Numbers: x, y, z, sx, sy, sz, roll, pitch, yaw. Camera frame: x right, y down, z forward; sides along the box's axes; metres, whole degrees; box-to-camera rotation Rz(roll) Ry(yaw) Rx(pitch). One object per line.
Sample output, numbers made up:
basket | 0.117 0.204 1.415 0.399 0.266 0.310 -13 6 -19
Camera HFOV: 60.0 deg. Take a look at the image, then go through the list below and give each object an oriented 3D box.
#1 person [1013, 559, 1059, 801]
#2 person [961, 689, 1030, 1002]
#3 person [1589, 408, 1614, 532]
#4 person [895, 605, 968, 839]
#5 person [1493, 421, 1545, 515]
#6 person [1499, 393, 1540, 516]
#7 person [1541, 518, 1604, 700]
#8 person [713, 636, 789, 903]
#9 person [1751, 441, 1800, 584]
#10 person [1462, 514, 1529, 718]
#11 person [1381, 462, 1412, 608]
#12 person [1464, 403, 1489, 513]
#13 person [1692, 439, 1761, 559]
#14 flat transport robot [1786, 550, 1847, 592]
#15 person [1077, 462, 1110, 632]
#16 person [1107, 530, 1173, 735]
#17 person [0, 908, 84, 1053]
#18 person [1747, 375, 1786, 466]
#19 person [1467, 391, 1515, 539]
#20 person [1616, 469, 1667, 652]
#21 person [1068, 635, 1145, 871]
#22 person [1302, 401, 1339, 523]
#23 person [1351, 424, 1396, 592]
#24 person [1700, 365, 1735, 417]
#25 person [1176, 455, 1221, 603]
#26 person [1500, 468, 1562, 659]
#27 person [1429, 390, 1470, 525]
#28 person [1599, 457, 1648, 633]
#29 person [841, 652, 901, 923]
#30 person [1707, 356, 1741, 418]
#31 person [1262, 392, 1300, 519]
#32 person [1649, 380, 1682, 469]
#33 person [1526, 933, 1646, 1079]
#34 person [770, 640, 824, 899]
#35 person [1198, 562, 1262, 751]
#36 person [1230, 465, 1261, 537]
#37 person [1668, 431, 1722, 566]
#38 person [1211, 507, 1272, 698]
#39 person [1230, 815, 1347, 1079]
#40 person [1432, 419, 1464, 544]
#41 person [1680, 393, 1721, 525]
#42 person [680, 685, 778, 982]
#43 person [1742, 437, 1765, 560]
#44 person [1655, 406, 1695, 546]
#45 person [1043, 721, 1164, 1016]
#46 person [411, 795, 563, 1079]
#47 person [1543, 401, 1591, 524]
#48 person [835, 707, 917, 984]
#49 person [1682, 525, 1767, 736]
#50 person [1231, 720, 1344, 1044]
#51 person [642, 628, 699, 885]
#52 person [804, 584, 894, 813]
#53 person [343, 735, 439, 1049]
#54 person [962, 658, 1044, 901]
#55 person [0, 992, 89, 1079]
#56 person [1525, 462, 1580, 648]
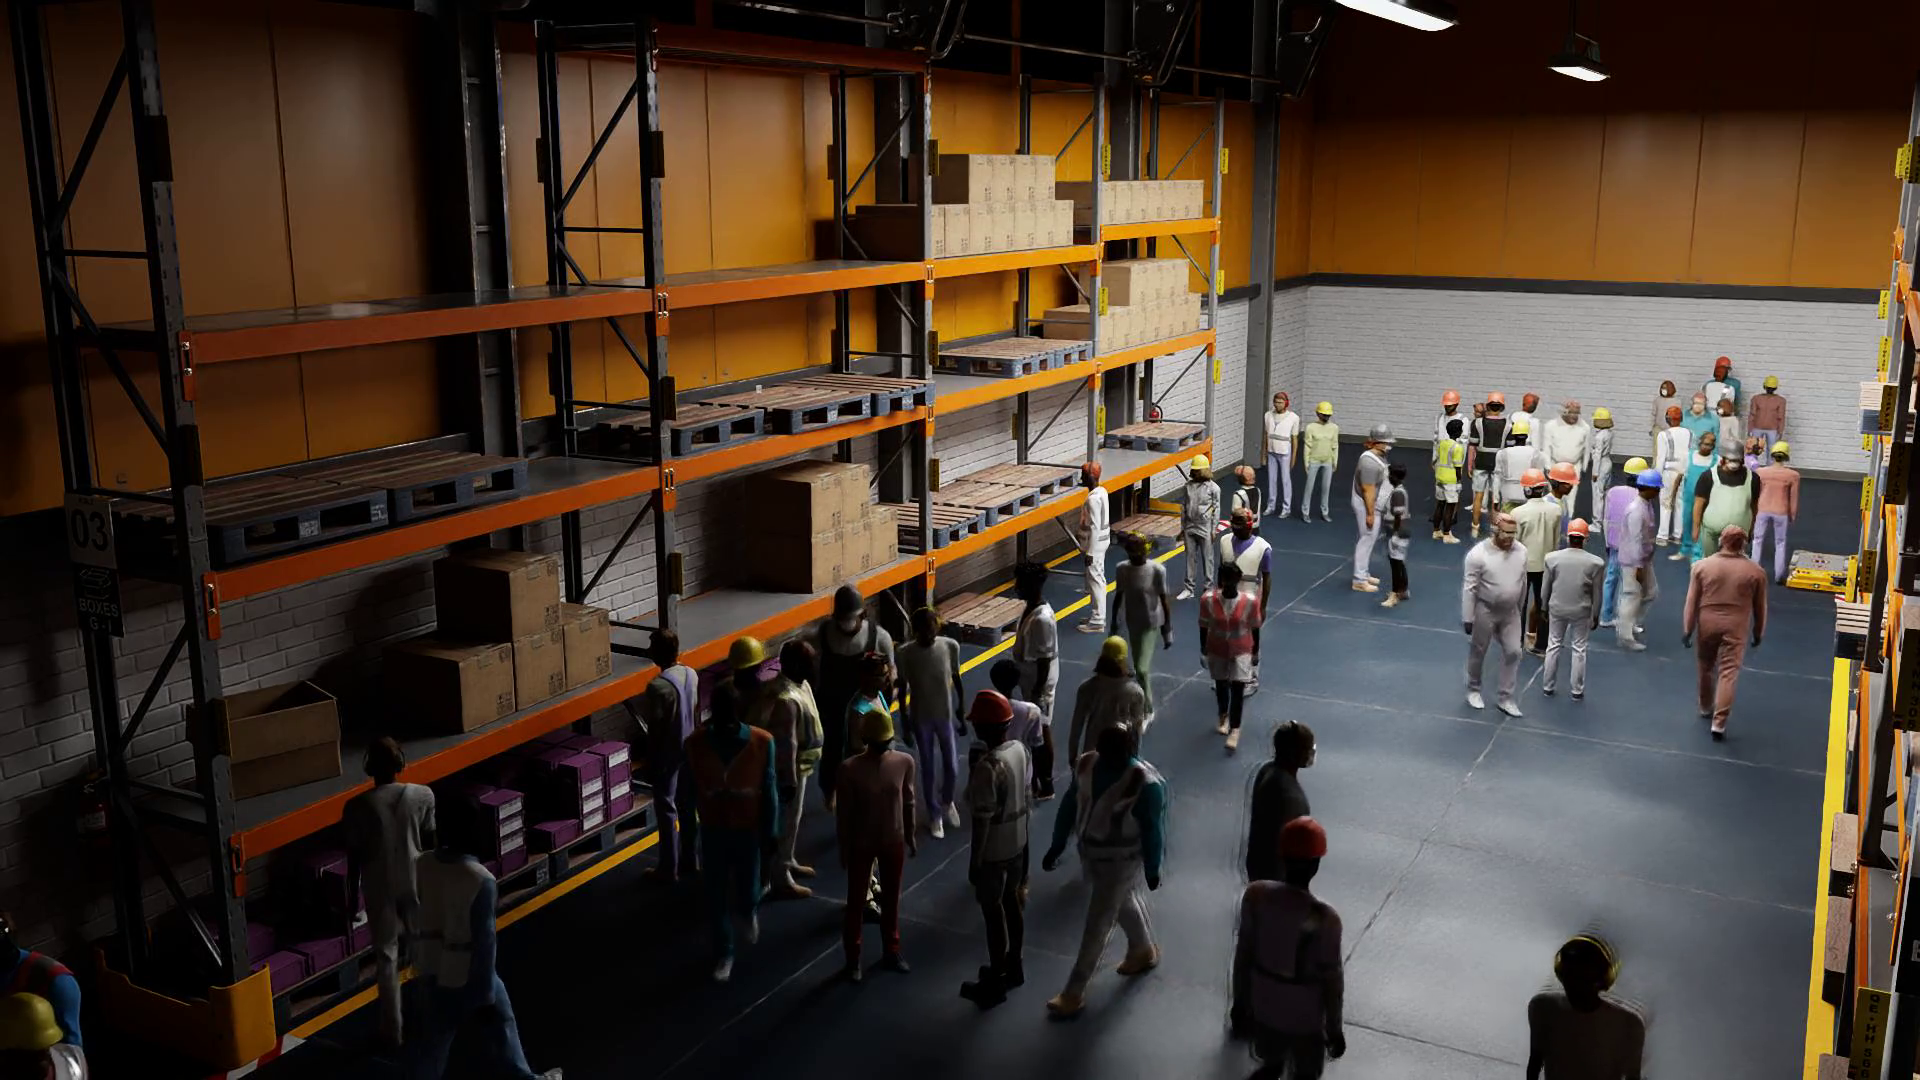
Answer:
person | 0.605 1.111 13.306 0.366 1.965 0.618 -1 13 -7
person | 0.203 1.843 10.111 0.388 1.930 0.544 7 14 28
person | 8.908 -0.978 23.185 0.322 1.737 0.483 10 16 38
person | -0.198 1.358 12.484 0.560 1.837 0.425 -2 13 -8
person | 6.971 -0.538 20.806 0.598 1.913 0.399 4 13 18
person | 8.028 -1.175 23.774 0.363 1.866 0.609 -6 14 -25
person | 5.826 0.654 15.853 0.566 1.744 0.350 7 14 28
person | -1.424 1.562 11.383 0.602 1.912 0.449 5 14 22
person | 9.898 -0.328 20.241 0.527 1.739 0.444 7 15 30
person | 4.977 0.701 15.339 0.685 1.870 0.808 -2 13 -11
person | 5.078 -0.060 19.238 0.349 1.662 0.624 3 13 13
person | 7.645 -1.209 24.454 0.317 1.629 0.508 -2 13 -8
person | 8.768 -0.218 19.084 0.693 2.000 0.965 4 13 18
flat transport robot | 10.569 0.372 20.441 0.652 0.197 1.431 7 14 28
person | 1.460 0.072 18.140 0.337 1.882 0.584 3 13 12
person | 1.584 0.817 14.897 0.528 1.840 0.688 9 16 36
person | -4.214 2.494 7.417 0.638 1.836 0.430 1 13 4
person | 12.906 -1.762 26.643 0.533 1.759 0.346 6 14 27
person | 7.234 -1.009 22.666 0.611 2.030 0.410 4 13 16
person | 7.105 0.213 17.407 0.456 1.932 0.659 9 15 34
person | 1.045 1.553 11.883 0.537 1.708 0.600 2 13 7
person | 5.152 -1.109 23.722 0.531 1.760 0.340 -2 13 -11
person | 4.968 -0.409 19.940 0.539 2.000 0.688 5 13 20
person | 12.237 -1.895 26.949 0.346 1.882 0.578 -10 16 -39
person | 2.779 -0.133 19.376 0.493 1.743 0.295 9 16 36
person | 5.871 0.249 17.125 0.615 1.986 0.408 -3 13 -14
person | 6.931 -1.172 23.618 0.386 1.929 0.543 -10 16 -37
person | 7.275 0.049 18.144 0.385 1.925 0.592 -4 13 -18
person | -0.613 1.639 11.207 0.389 1.846 0.566 1 13 6
person | 12.397 -1.999 27.160 0.608 1.996 0.382 -1 13 -6
person | 4.649 -1.237 24.111 0.563 1.838 0.386 12 17 43
person | 11.432 -1.777 26.984 0.277 1.632 0.502 -10 16 -37
person | 2.680 2.552 7.199 0.512 1.829 0.961 6 14 26
person | -1.157 1.574 11.564 0.432 1.831 0.641 0 13 -2
person | 2.343 0.994 14.533 0.540 1.641 0.884 4 13 15
person | 3.311 -0.058 19.299 0.315 1.629 0.510 10 16 38
person | 9.312 -0.522 21.022 0.579 1.806 0.773 8 15 32
person | 2.720 0.581 15.955 0.567 1.841 0.375 12 17 43
person | 1.566 2.295 8.122 0.630 1.912 0.576 -12 17 -43
person | 6.612 -0.798 22.477 0.318 1.691 0.537 -3 13 -13
person | 10.354 -1.143 23.606 0.662 1.868 0.897 9 16 36
person | -1.445 1.783 10.439 0.615 1.897 0.521 -1 13 -2
person | 10.110 -0.521 21.369 0.319 1.631 0.519 2 13 7
person | 9.536 -0.859 22.306 0.575 1.886 0.362 -5 13 -20
person | 0.918 1.924 10.102 1.008 1.787 0.635 -9 16 -36
person | -2.550 2.210 8.617 0.607 1.869 0.962 9 15 34
person | 8.430 -1.030 23.160 0.632 1.863 0.906 4 13 16
person | -0.510 1.877 10.326 0.533 1.767 0.325 -6 14 -23
person | 6.868 0.800 14.949 0.663 1.867 0.979 6 14 26
person | 1.955 1.961 9.620 0.784 1.912 0.629 0 13 -2
person | -2.047 1.520 11.783 0.357 1.835 0.516 6 14 27
person | -0.830 1.250 12.513 0.690 2.000 0.711 -1 13 -5
person | -3.256 2.005 9.583 0.516 1.843 0.360 -8 15 -31
person | 0.297 1.648 11.568 0.566 1.697 0.449 -1 13 -6
person | -3.698 2.661 6.688 0.403 1.825 0.593 6 14 26
person | 6.182 0.183 17.328 0.418 2.031 0.609 9 15 34
